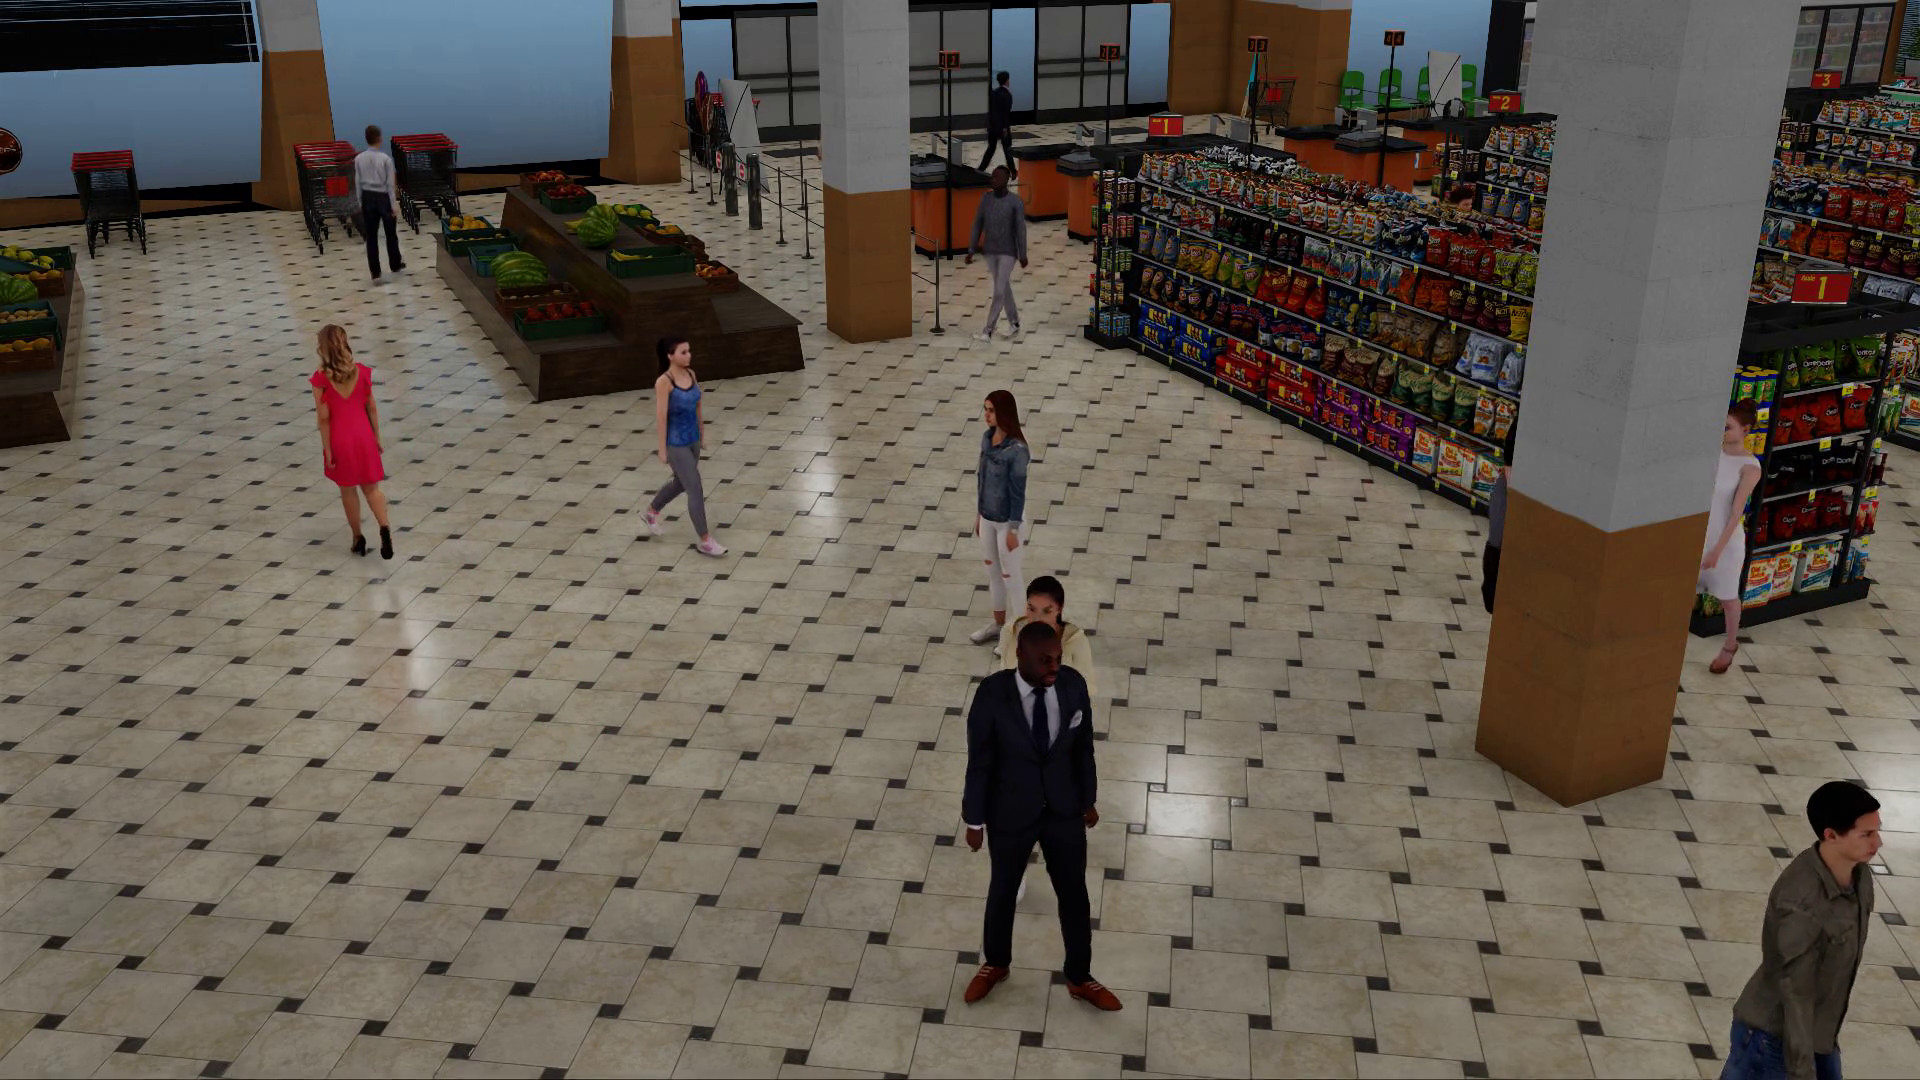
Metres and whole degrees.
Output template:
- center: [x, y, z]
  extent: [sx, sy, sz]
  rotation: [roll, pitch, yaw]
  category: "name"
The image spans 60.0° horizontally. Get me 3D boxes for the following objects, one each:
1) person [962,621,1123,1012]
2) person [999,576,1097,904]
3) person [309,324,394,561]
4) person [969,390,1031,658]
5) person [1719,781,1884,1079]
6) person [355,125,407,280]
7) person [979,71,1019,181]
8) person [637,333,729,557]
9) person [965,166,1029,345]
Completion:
- center: [0.281, 1.130, 6.995]
  extent: [0.844, 1.813, 0.806]
  rotation: [-3, 22, -7]
  category: "person"
- center: [0.418, 0.882, 7.921]
  extent: [1.011, 1.581, 1.095]
  rotation: [6, 23, 14]
  category: "person"
- center: [-4.182, -0.627, 11.509]
  extent: [0.676, 1.706, 0.989]
  rotation: [-15, 26, -32]
  category: "person"
- center: [0.276, -0.121, 10.258]
  extent: [0.673, 1.700, 0.475]
  rotation: [-12, 25, -28]
  category: "person"
- center: [2.768, 1.630, 5.739]
  extent: [0.921, 1.820, 1.201]
  rotation: [-18, 28, -37]
  category: "person"
- center: [-6.921, -3.961, 19.712]
  extent: [0.956, 1.777, 1.231]
  rotation: [-2, 22, -5]
  category: "person"
- center: [0.523, -6.369, 25.838]
  extent: [0.931, 1.678, 1.161]
  rotation: [-14, 26, -32]
  category: "person"
- center: [-2.032, -0.681, 11.809]
  extent: [1.098, 1.583, 0.972]
  rotation: [10, 24, 24]
  category: "person"
- center: [0.488, -2.941, 17.150]
  extent: [1.167, 1.795, 1.056]
  rotation: [18, 28, 37]
  category: "person"
